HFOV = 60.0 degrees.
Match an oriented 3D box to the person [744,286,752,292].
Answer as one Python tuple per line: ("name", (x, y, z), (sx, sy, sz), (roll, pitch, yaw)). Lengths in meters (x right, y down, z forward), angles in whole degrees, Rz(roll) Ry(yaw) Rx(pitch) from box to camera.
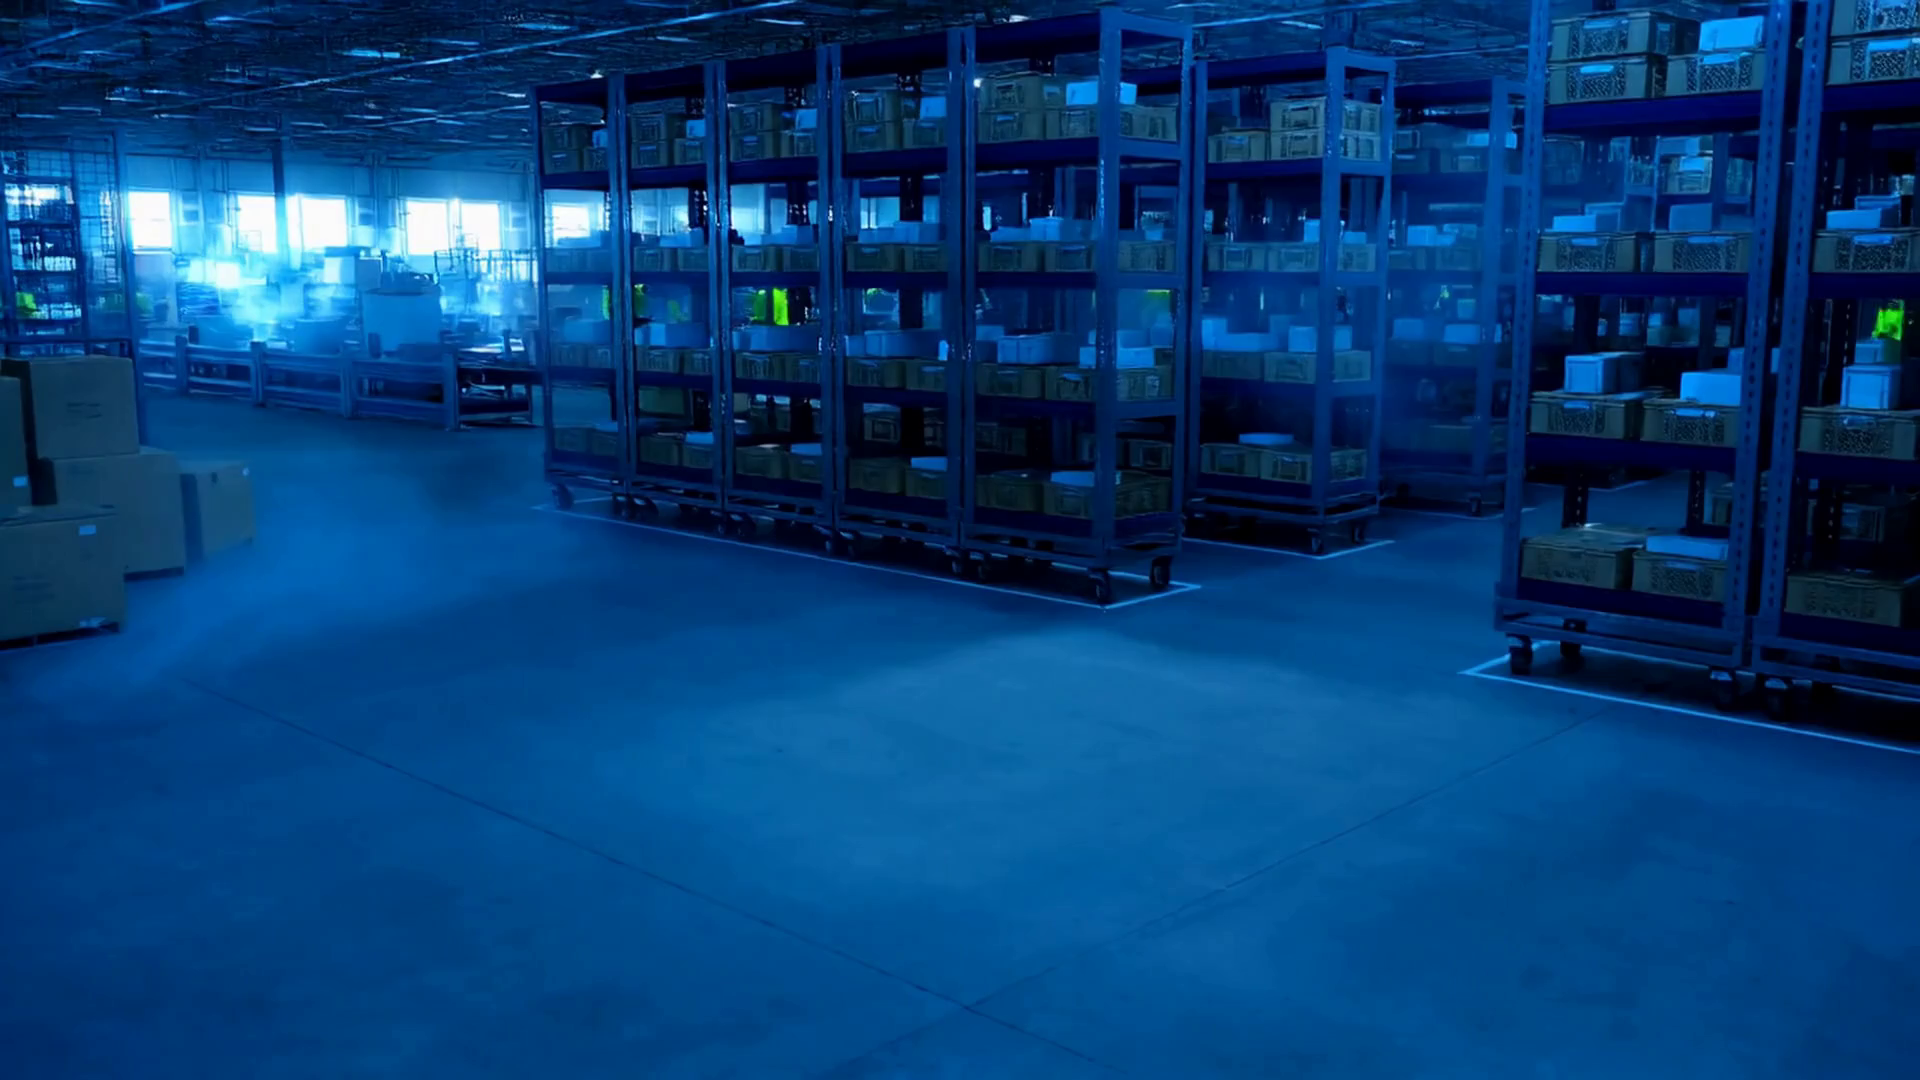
("person", (-10.067, -11.660, 79.258), (0.513, 1.623, 0.557), (-5, 11, -29))

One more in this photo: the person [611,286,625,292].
("person", (-15.353, -11.102, 74.580), (0.536, 2.000, 0.704), (8, 13, 42))

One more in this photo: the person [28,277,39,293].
("person", (-29.957, -7.630, 53.826), (0.538, 1.866, 0.313), (3, 10, 20))

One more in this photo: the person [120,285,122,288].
("person", (-27.877, -7.984, 55.926), (0.553, 1.883, 0.988), (6, 11, 31))

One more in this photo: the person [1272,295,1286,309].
("person", (8.294, -5.906, 43.658), (0.520, 1.735, 0.755), (-1, 9, -9))

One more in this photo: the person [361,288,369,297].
("person", (-19.746, -7.858, 55.008), (0.552, 1.934, 0.373), (9, 13, 43))

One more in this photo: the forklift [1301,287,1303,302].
("forklift", (10.340, -7.613, 50.622), (1.873, 2.768, 1.129), (9, 13, 43))

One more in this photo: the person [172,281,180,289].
("person", (-38.279, -12.118, 81.216), (0.463, 1.912, 0.585), (-5, 11, -29))

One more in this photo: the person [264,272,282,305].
("person", (-22.082, -7.617, 53.438), (0.608, 1.966, 0.374), (2, 10, 14))

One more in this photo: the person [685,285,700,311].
("person", (-8.284, -7.057, 51.119), (0.683, 1.616, 0.504), (8, 12, 40))

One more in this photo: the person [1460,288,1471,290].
("person", (20.647, -9.841, 67.943), (0.538, 1.688, 0.363), (8, 12, 40))

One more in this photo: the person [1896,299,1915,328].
("person", (10.068, -1.670, 17.523), (0.992, 1.797, 0.593), (-7, 11, -36))

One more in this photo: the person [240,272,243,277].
("person", (-37.164, -12.947, 86.207), (0.546, 1.939, 0.375), (9, 13, 44))

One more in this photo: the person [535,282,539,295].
("person", (-16.114, -9.302, 64.062), (0.518, 1.874, 0.327), (3, 10, 17))

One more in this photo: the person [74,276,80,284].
("person", (-45.110, -12.830, 85.309), (0.376, 1.997, 0.612), (4, 10, 24))

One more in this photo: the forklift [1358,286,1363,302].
("forklift", (11.100, -7.017, 46.970), (1.873, 2.768, 1.129), (9, 13, 43))

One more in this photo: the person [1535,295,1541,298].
("person", (15.355, -6.149, 44.892), (0.590, 1.823, 0.405), (-1, 9, -8))

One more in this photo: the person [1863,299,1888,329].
("person", (12.238, -2.465, 22.069), (0.805, 1.903, 0.639), (7, 11, 35))

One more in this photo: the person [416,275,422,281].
("person", (-26.538, -12.142, 81.752), (1.015, 1.775, 0.633), (6, 11, 33))

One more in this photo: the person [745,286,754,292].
("person", (-8.413, -9.527, 66.142), (0.534, 1.646, 0.937), (8, 12, 40))
